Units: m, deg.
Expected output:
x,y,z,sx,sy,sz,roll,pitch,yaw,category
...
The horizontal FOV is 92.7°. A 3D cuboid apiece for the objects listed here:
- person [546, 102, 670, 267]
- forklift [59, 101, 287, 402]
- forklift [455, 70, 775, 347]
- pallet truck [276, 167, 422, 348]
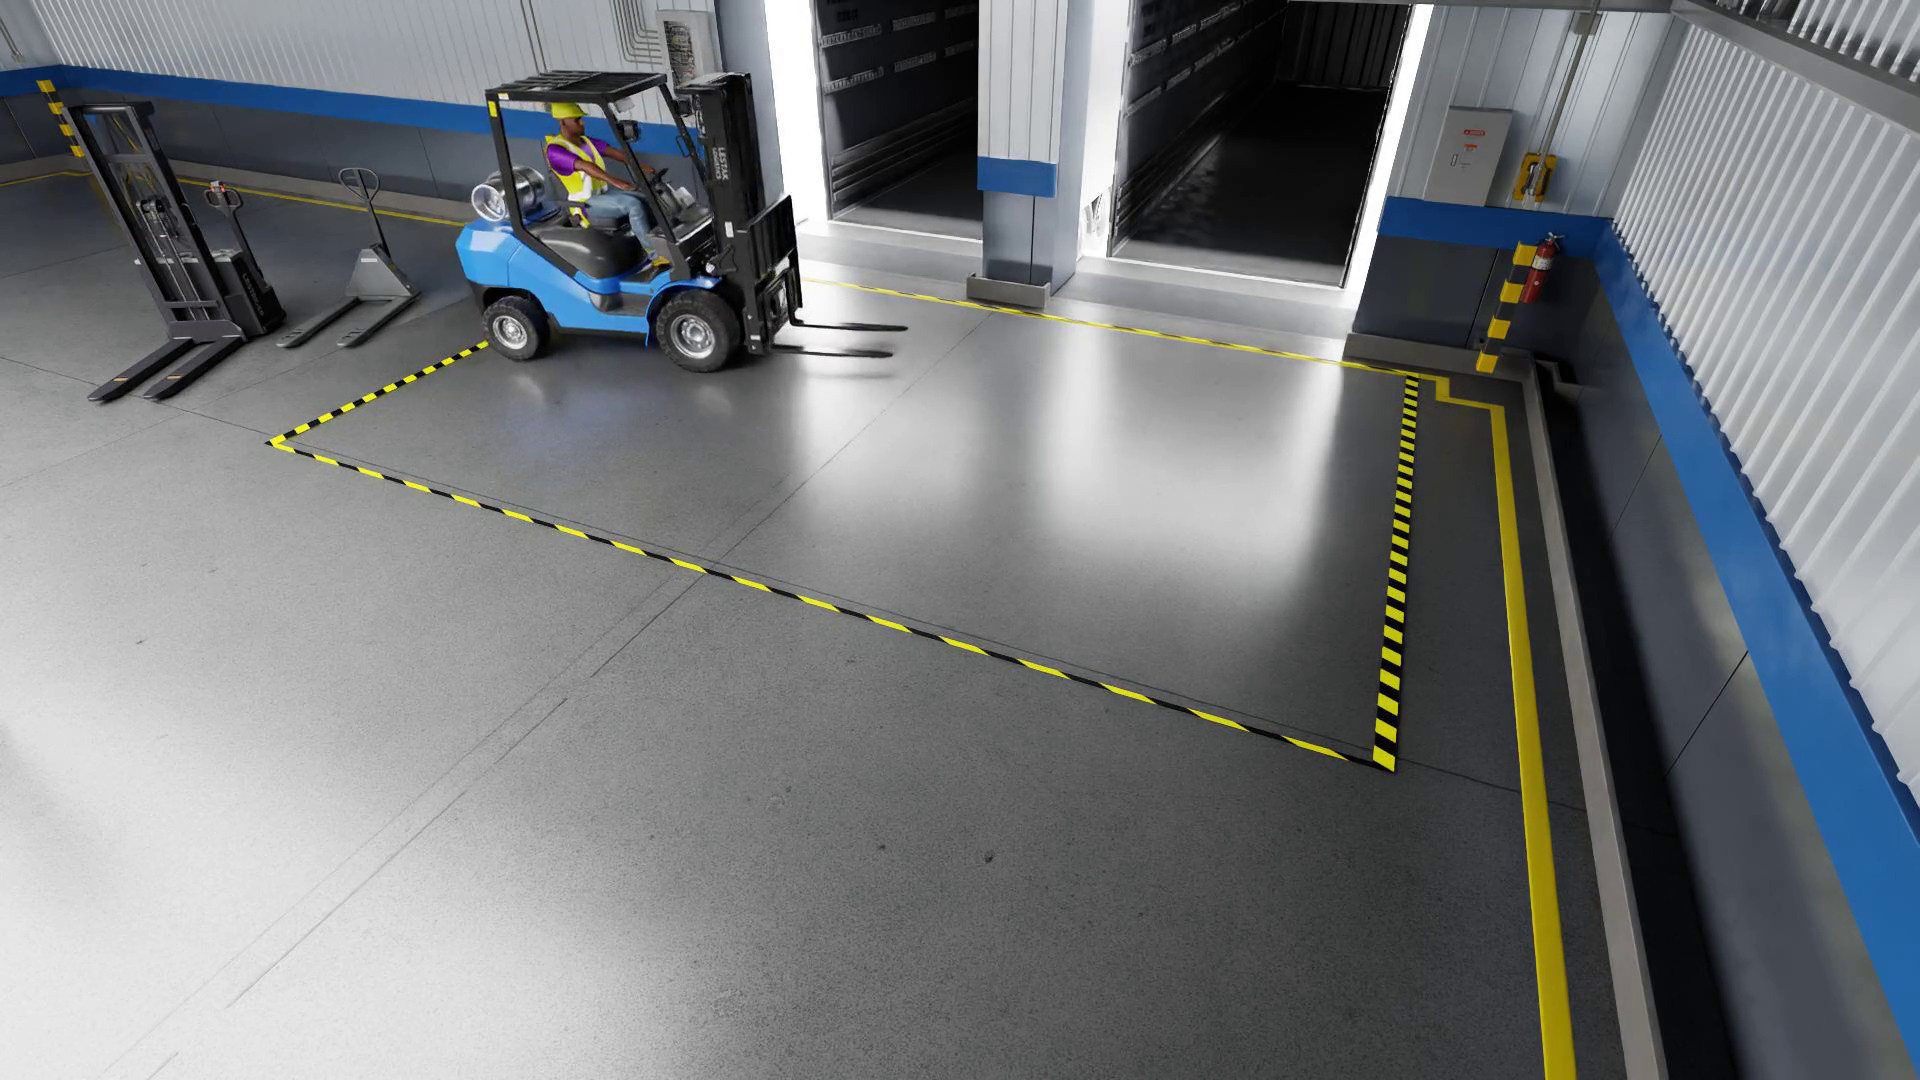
x,y,z,sx,sy,sz,roll,pitch,yaw,category
-2.817,-2.938,7.586,1.004,1.294,0.635,6,35,8,person
-6.686,-2.387,7.434,0.823,1.965,1.885,-3,35,-5,forklift
-2.875,-2.795,7.708,2.680,2.036,1.157,6,35,8,forklift
-5.732,-2.611,8.414,0.680,1.201,1.601,-1,35,-1,pallet truck
